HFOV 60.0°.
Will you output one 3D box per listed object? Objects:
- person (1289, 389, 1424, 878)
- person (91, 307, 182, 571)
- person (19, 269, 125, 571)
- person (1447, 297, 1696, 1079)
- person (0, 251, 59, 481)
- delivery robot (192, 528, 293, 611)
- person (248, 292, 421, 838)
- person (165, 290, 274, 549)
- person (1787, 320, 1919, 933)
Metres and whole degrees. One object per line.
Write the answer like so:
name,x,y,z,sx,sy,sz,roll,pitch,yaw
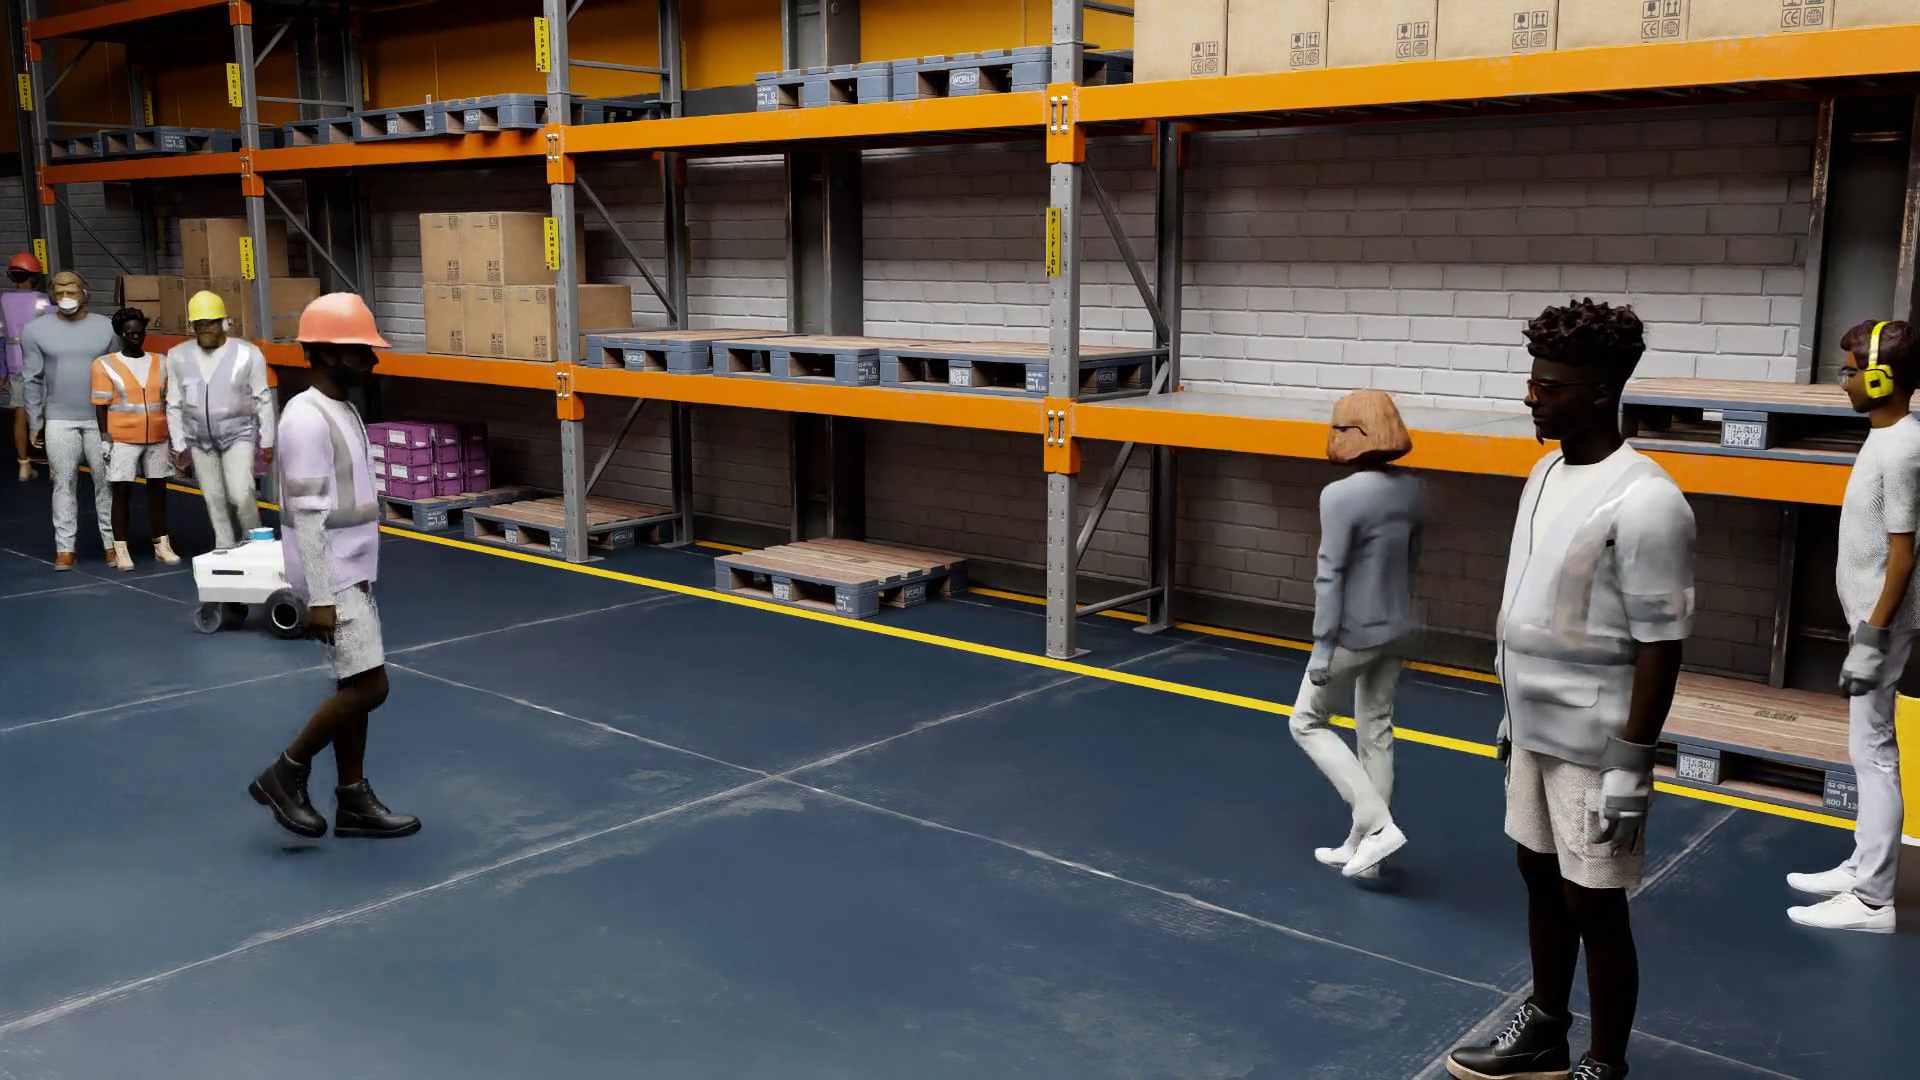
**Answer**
person,1.299,0.321,5.427,0.529,1.620,0.355,-8,13,-39
person,-5.327,-0.656,10.793,0.321,1.695,0.537,9,13,42
person,-5.688,-0.770,10.756,0.635,1.937,0.352,-5,11,-26
person,1.419,0.427,3.858,0.361,1.963,0.618,-1,10,-6
person,-8.288,-1.546,14.877,0.611,2.042,0.387,-1,10,-6
delivery robot,-3.771,0.177,9.034,0.707,0.478,0.477,1,10,7
person,-2.150,0.120,5.726,0.462,1.926,0.570,-1,10,-6
person,-4.573,-0.628,10.286,0.597,1.817,0.434,-1,10,-4
person,2.765,0.268,5.060,0.329,1.865,0.518,6,11,29
